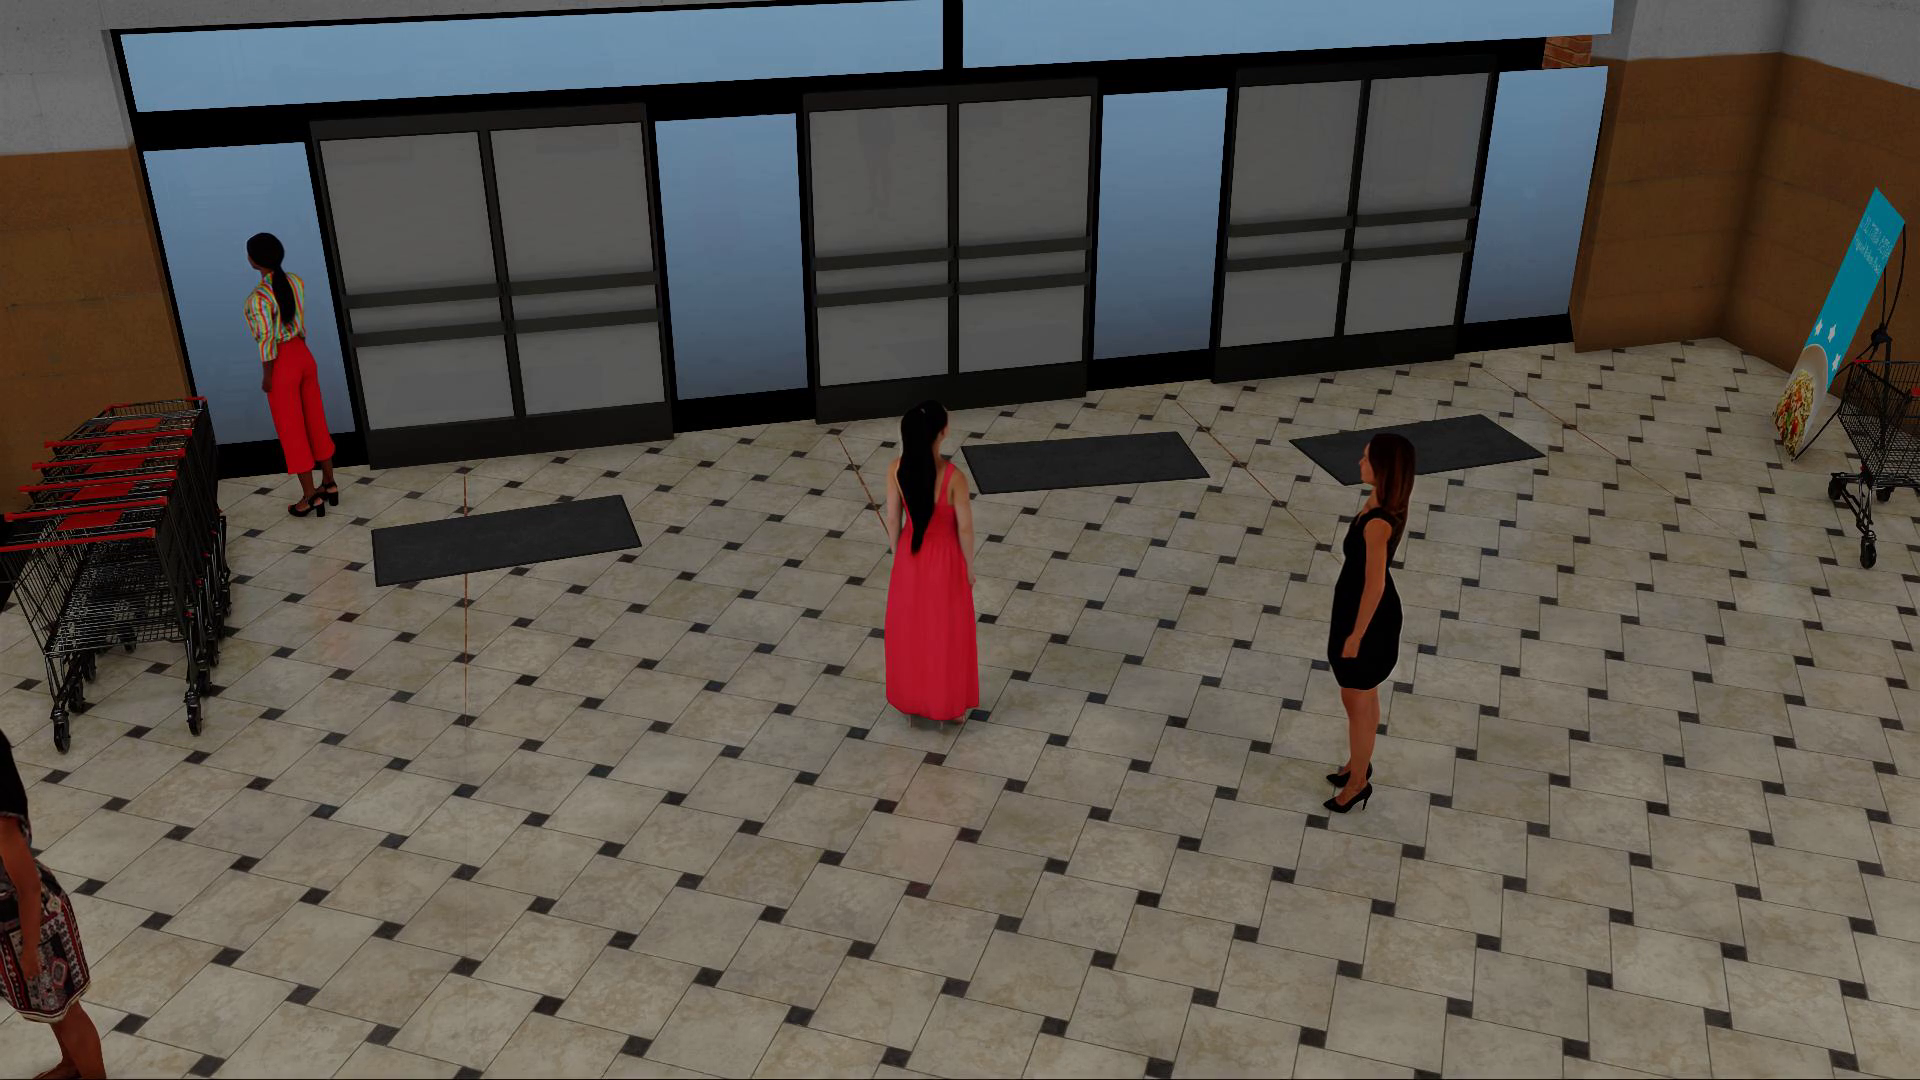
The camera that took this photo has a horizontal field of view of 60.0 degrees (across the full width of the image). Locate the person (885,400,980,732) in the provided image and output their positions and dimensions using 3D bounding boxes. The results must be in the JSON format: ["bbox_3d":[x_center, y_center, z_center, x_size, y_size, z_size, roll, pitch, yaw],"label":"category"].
[{"bbox_3d":[-0.142,0.137,7.928,0.714,1.727,0.747,10,28,18],"label":"person"}]

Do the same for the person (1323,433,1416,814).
[{"bbox_3d":[1.787,0.384,7.320,0.722,1.835,0.627,8,28,16],"label":"person"}]

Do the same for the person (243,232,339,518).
[{"bbox_3d":[-4.062,-0.995,10.086,0.741,1.793,0.637,8,28,15],"label":"person"}]

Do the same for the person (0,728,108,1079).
[{"bbox_3d":[-3.216,1.303,5.719,0.784,1.645,0.643,-23,35,-37],"label":"person"}]
